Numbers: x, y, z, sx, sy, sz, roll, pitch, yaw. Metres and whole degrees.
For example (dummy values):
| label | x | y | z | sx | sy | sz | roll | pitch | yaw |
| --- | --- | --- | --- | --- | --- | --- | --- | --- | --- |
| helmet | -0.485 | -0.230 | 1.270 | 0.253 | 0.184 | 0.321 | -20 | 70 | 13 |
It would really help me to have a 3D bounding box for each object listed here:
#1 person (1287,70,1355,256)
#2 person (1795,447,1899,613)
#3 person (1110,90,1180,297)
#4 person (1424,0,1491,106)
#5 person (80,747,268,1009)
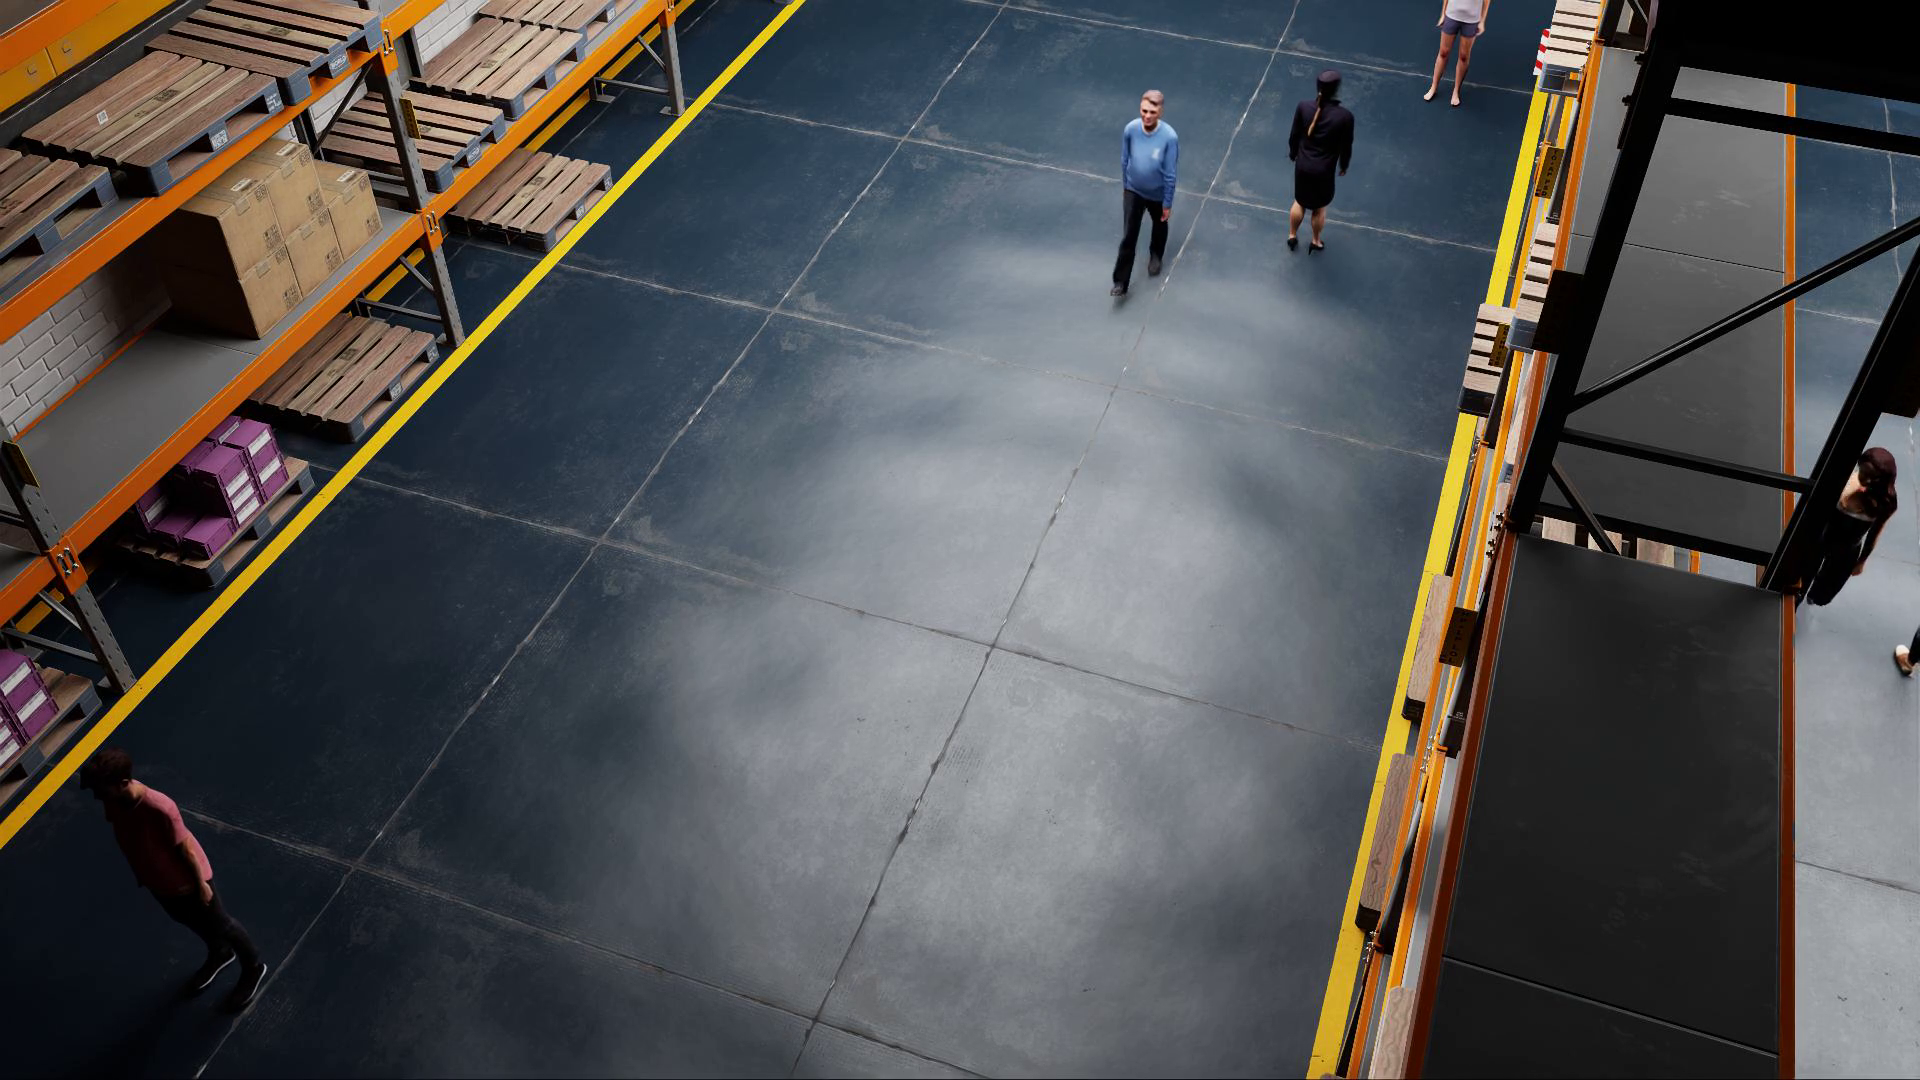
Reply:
| label | x | y | z | sx | sy | sz | roll | pitch | yaw |
| --- | --- | --- | --- | --- | --- | --- | --- | --- | --- |
| person | 3.032 | -3.196 | 14.153 | 0.728 | 1.671 | 0.668 | 20 | 47 | 20 |
| person | 5.626 | 0.034 | 10.710 | 0.798 | 1.744 | 1.068 | 30 | 51 | 27 |
| person | 1.604 | -2.938 | 13.817 | 0.707 | 1.760 | 1.158 | 16 | 46 | 16 |
| person | 4.863 | -5.052 | 16.057 | 0.610 | 1.732 | 0.562 | 18 | 46 | 18 |
| person | -4.123 | 1.736 | 8.769 | 0.620 | 1.957 | 0.544 | 14 | 45 | 14 |
